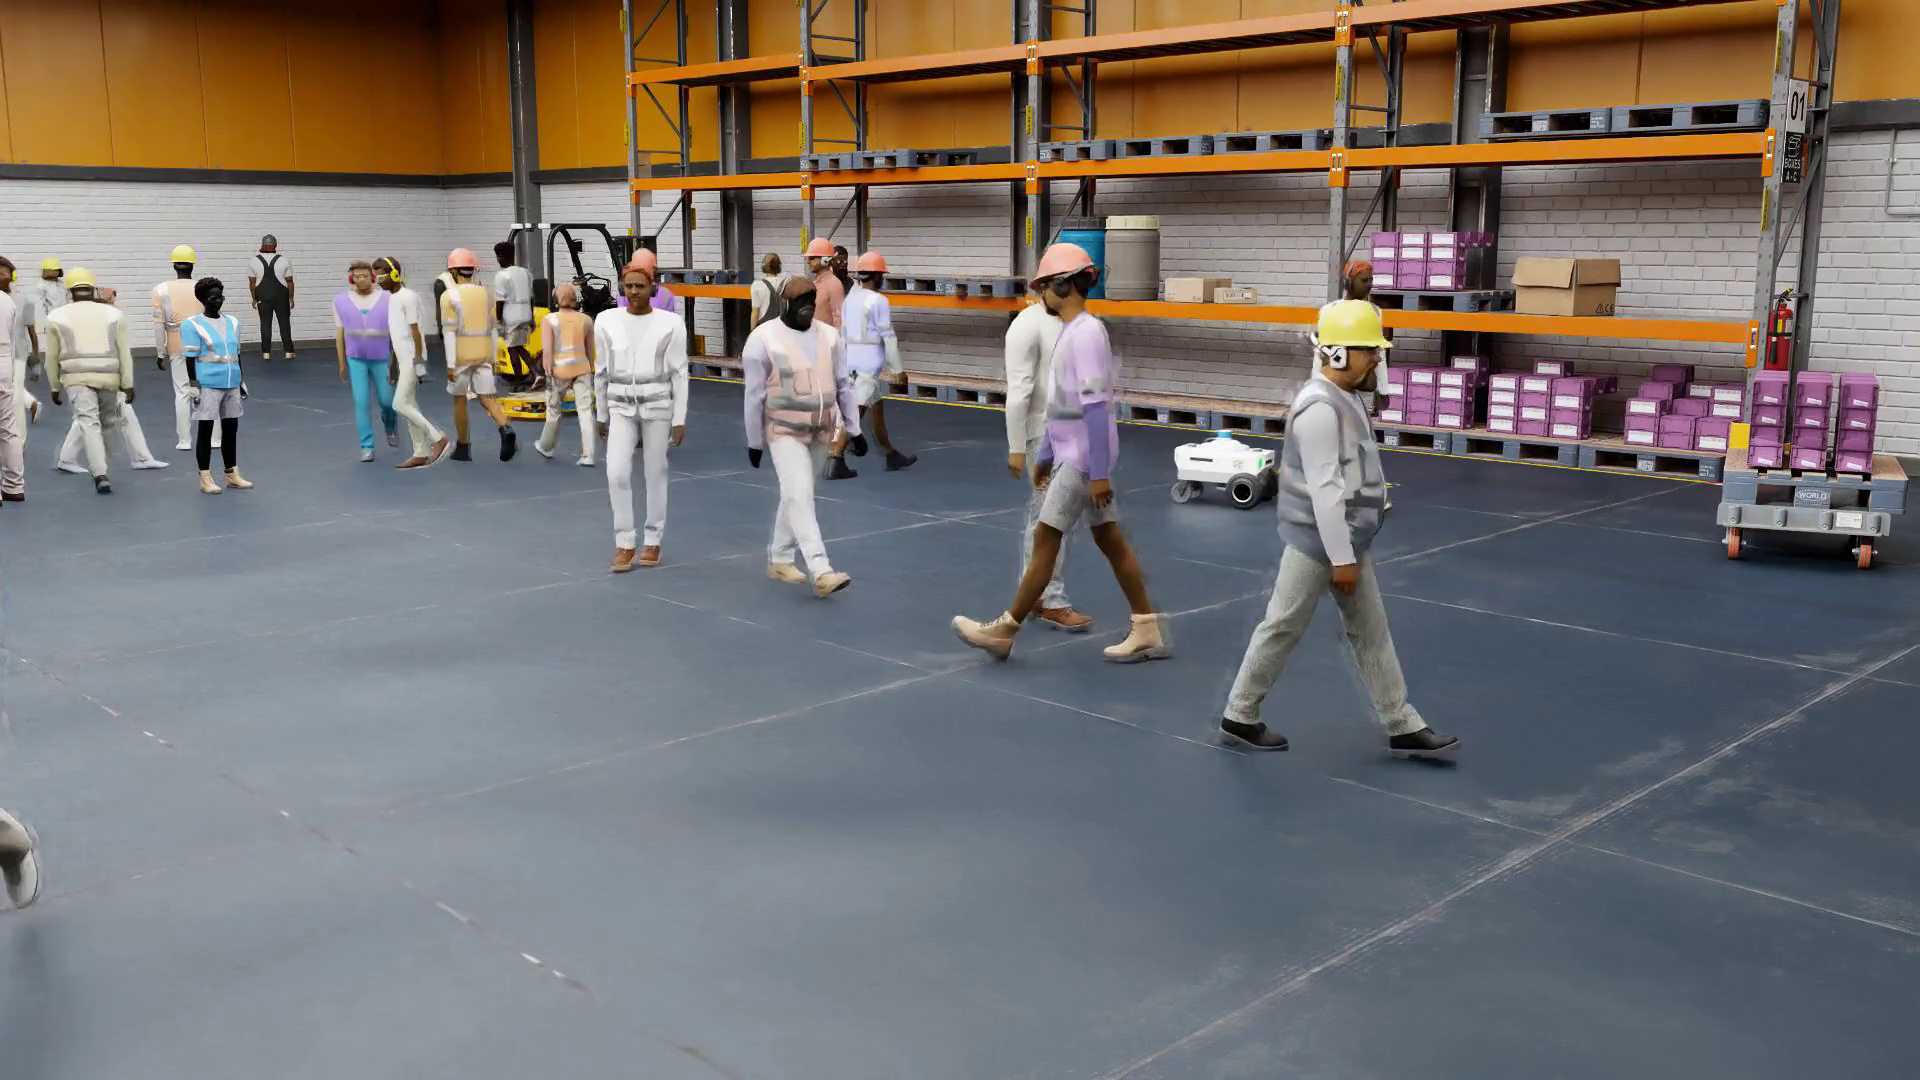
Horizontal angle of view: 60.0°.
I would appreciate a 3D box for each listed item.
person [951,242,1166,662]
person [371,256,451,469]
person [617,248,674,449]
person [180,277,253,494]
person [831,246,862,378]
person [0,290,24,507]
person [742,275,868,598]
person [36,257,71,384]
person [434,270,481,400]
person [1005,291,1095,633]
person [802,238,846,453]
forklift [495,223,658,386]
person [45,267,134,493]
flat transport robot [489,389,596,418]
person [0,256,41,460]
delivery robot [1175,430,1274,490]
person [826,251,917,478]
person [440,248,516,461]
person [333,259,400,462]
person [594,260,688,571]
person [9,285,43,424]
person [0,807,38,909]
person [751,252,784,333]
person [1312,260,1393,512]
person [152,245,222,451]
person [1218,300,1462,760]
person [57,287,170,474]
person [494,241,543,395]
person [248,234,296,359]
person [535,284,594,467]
[{"bbox_3d":[0.507,-0.391,7.832,1.044,1.977,0.641,0,10,1],"label":"person"},{"bbox_3d":[-4.790,-1.520,14.374,0.468,1.838,0.566,-7,12,-32],"label":"person"},{"bbox_3d":[-2.890,-1.759,15.493,0.563,1.913,0.788,-7,13,-34],"label":"person"},{"bbox_3d":[-5.859,-1.217,13.118,0.315,1.696,0.541,5,12,26],"label":"person"},{"bbox_3d":[-1.193,-1.914,16.324,0.590,1.917,0.392,-7,12,-32],"label":"person"},{"bbox_3d":[-7.319,-1.195,12.421,0.406,1.910,0.639,1,10,6],"label":"person"},{"bbox_3d":[-0.851,-0.589,9.411,0.642,1.790,0.945,-9,14,-41],"label":"person"},{"bbox_3d":[-12.323,-2.978,22.636,0.485,1.725,0.496,4,11,19],"label":"person"},{"bbox_3d":[-6.071,-2.634,20.546,0.774,1.814,0.629,7,13,35],"label":"person"},{"bbox_3d":[0.543,-0.504,8.585,0.565,1.930,0.656,6,12,30],"label":"person"},{"bbox_3d":[-1.269,-1.809,15.534,0.388,1.996,0.612,-5,11,-25],"label":"person"},{"bbox_3d":[-5.316,-3.263,22.920,2.313,2.155,1.214,-10,14,-44],"label":"forklift"},{"bbox_3d":[-6.917,-1.276,13.240,0.594,1.780,0.985,-8,13,-37],"label":"person"},{"bbox_3d":[-4.618,-1.547,18.807,0.652,0.197,1.431,4,11,21],"label":"flat transport robot"},{"bbox_3d":[-8.581,-1.635,15.003,0.516,1.850,0.783,-3,11,-14],"label":"person"},{"bbox_3d":[1.987,-0.588,12.528,0.707,0.478,0.477,5,11,27],"label":"delivery robot"},{"bbox_3d":[-0.764,-1.465,13.979,0.984,1.889,0.553,-7,13,-34],"label":"person"},{"bbox_3d":[-4.299,-1.625,14.763,0.551,1.917,0.816,-10,15,-44],"label":"person"},{"bbox_3d":[-5.349,-1.644,15.125,0.591,1.816,0.701,-3,11,-13],"label":"person"},{"bbox_3d":[-1.933,-0.733,9.990,0.591,1.864,0.707,0,10,1],"label":"person"},{"bbox_3d":[-10.100,-2.011,17.704,0.713,1.610,0.504,3,11,15],"label":"person"},{"bbox_3d":[-2.879,0.389,4.553,0.530,1.622,0.580,0,10,-1],"label":"person"},{"bbox_3d":[-2.046,-2.210,18.152,0.540,1.833,0.411,-5,12,-26],"label":"person"},{"bbox_3d":[2.911,-1.107,12.146,0.605,1.837,0.890,-7,12,-32],"label":"person"},{"bbox_3d":[-7.256,-1.801,15.672,0.595,1.925,0.371,-6,12,-28],"label":"person"},{"bbox_3d":[1.439,-0.021,6.376,0.943,1.780,0.617,5,12,27],"label":"person"},{"bbox_3d":[-7.313,-1.355,14.160,0.845,1.593,0.500,-2,11,-12],"label":"person"},{"bbox_3d":[-5.633,-2.793,21.038,0.435,1.943,0.640,6,12,30],"label":"person"},{"bbox_3d":[-11.326,-4.011,27.415,0.686,2.000,0.535,-3,11,-16],"label":"person"},{"bbox_3d":[-3.491,-1.460,14.717,0.531,1.586,0.861,-8,13,-36],"label":"person"}]
